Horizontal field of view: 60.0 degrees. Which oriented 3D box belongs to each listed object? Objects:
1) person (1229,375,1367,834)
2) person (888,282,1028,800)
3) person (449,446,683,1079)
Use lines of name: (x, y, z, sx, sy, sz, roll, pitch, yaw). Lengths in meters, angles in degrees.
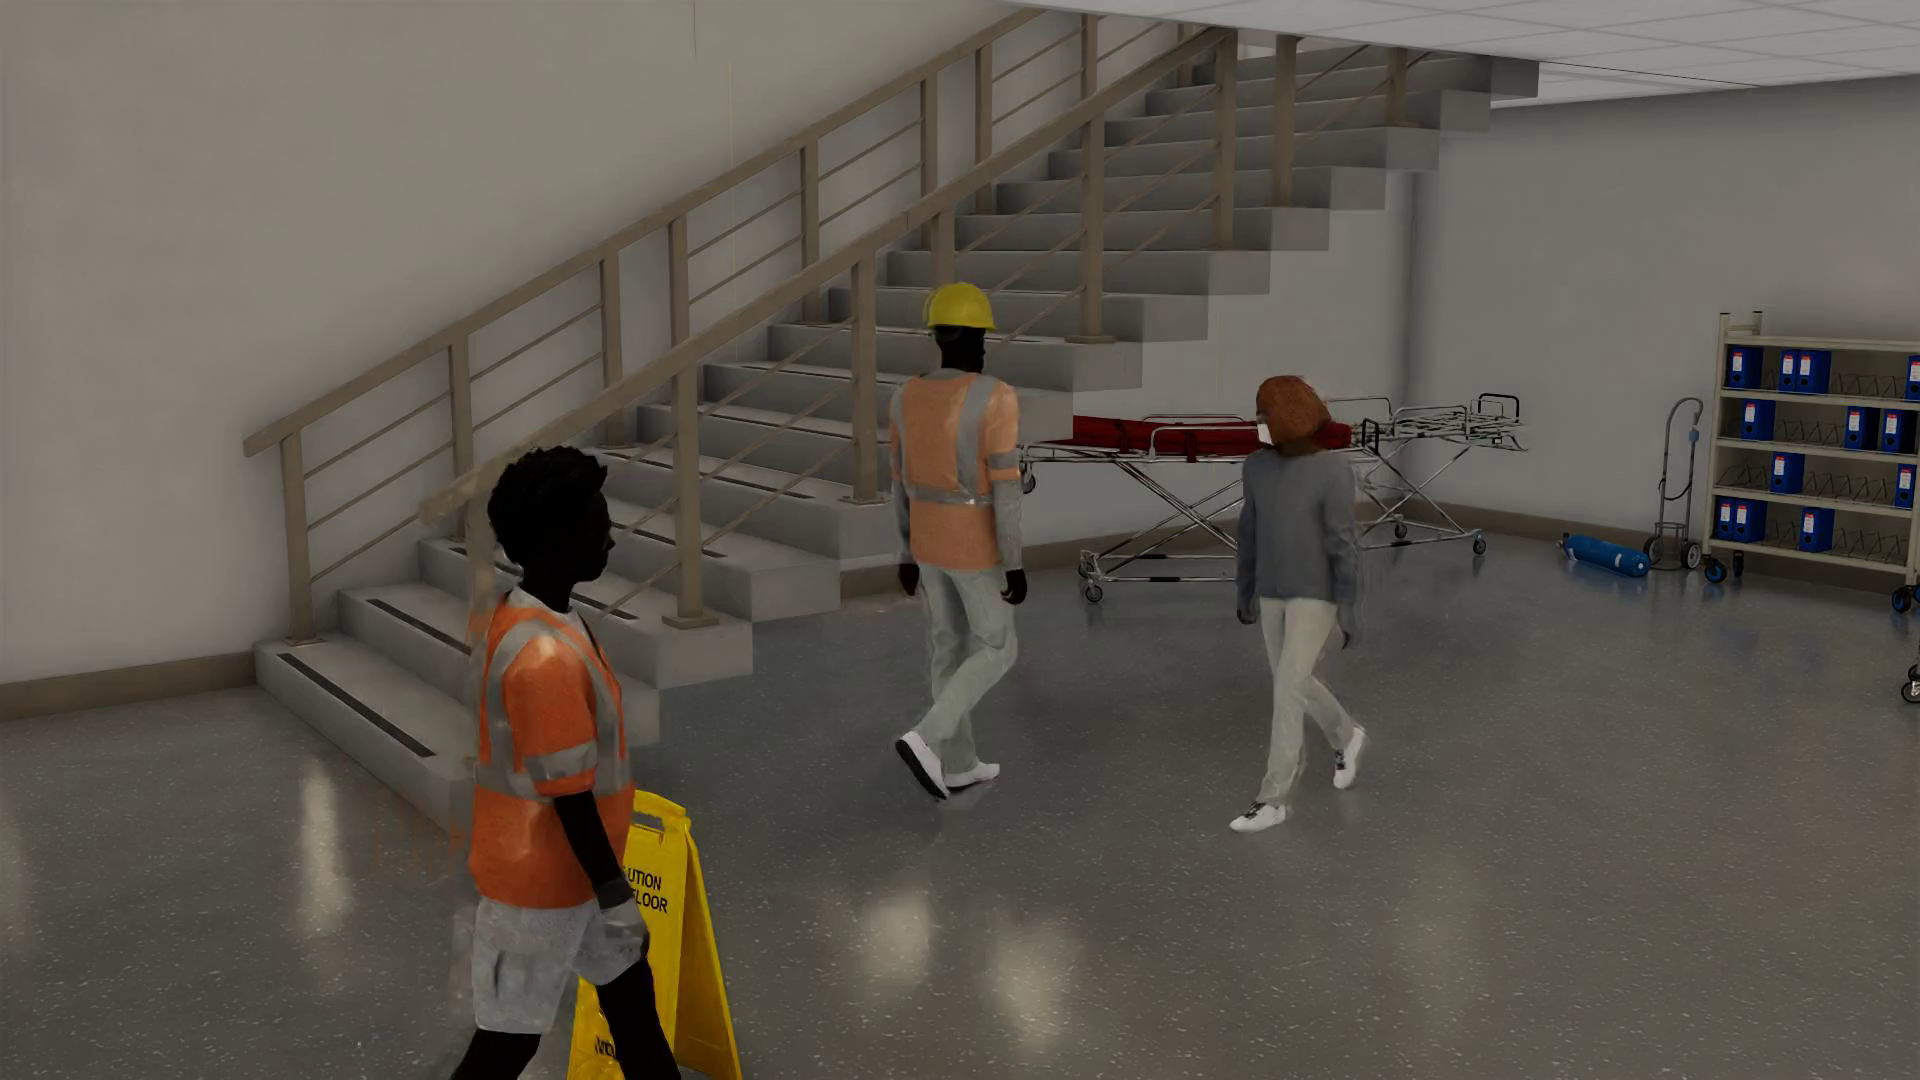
person: (1.249, 0.200, 5.966, 0.781, 1.597, 0.536, -8, 12, -37)
person: (-0.032, 0.024, 6.079, 0.612, 1.911, 0.538, 9, 13, 42)
person: (-0.767, 0.637, 3.290, 0.845, 1.650, 0.538, -2, 10, -11)
